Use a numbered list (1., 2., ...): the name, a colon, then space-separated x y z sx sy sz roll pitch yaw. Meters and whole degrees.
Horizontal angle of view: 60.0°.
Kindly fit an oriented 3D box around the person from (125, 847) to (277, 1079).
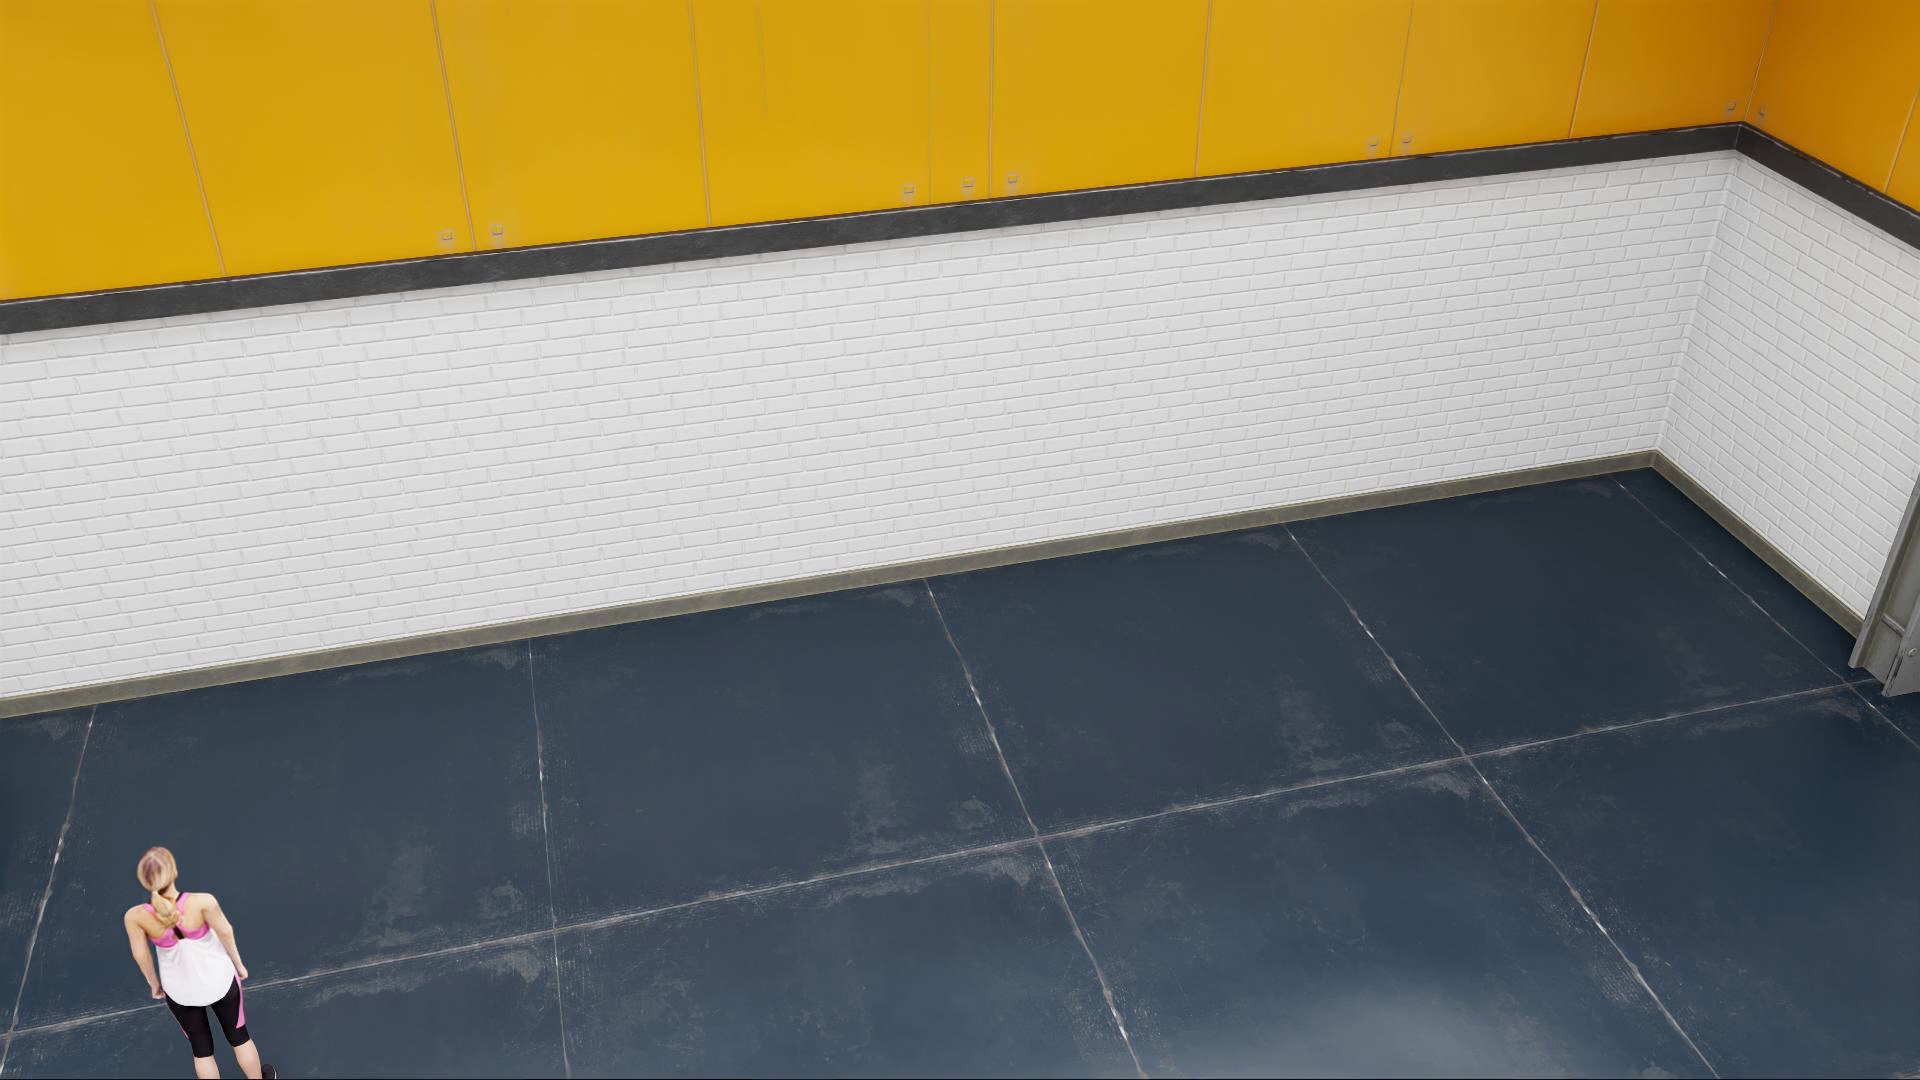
1. person: -3.813 2.232 8.340 0.627 1.788 0.551 -13 36 -18
